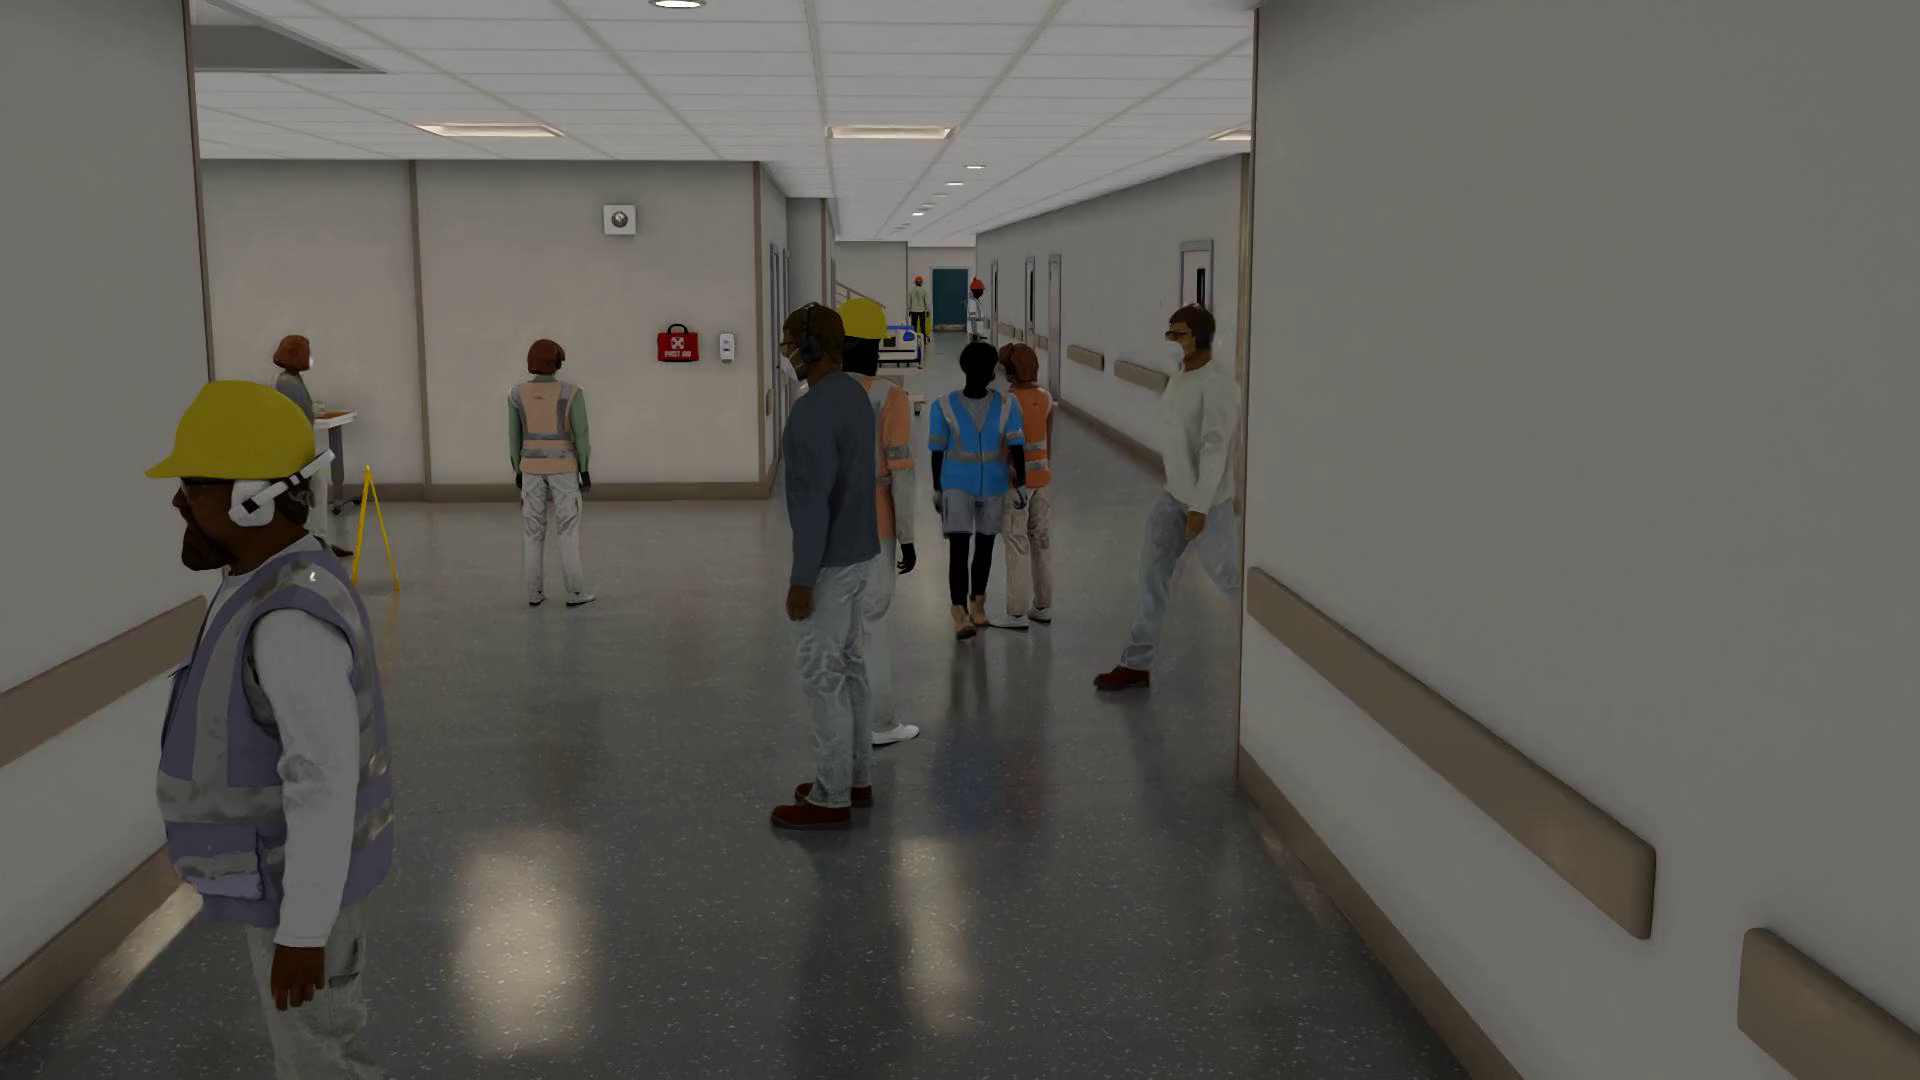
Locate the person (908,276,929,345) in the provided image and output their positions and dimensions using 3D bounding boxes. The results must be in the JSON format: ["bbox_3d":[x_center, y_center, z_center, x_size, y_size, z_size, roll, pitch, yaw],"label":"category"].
[{"bbox_3d":[-1.197,-6.652,48.265,0.625,1.992,0.389,2,9,12],"label":"person"}]

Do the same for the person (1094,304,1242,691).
[{"bbox_3d":[1.203,-0.202,8.128,1.030,1.902,0.635,-4,10,-22],"label":"person"}]

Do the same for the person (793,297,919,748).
[{"bbox_3d":[-0.440,-0.070,7.155,0.588,1.927,0.370,5,10,28],"label":"person"}]

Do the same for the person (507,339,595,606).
[{"bbox_3d":[-2.500,-0.405,10.163,0.510,1.639,0.308,1,9,9],"label":"person"}]

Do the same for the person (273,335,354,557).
[{"bbox_3d":[-4.739,-0.642,11.736,0.702,1.607,0.503,-1,9,-9],"label":"person"}]

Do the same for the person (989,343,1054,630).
[{"bbox_3d":[0.350,-0.307,9.537,0.313,1.639,0.517,8,12,40],"label":"person"}]

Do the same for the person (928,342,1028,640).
[{"bbox_3d":[0.111,-0.273,9.281,0.534,1.647,0.826,-2,9,-13],"label":"person"}]

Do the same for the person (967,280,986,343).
[{"bbox_3d":[0.318,-3.964,31.573,0.360,1.938,0.546,1,9,6],"label":"person"}]

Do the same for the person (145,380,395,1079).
[{"bbox_3d":[-1.275,0.618,3.127,0.404,1.834,0.591,-4,10,-26],"label":"person"}]

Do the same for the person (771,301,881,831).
[{"bbox_3d":[-0.484,0.093,6.137,0.374,1.928,0.639,2,9,10],"label":"person"}]
